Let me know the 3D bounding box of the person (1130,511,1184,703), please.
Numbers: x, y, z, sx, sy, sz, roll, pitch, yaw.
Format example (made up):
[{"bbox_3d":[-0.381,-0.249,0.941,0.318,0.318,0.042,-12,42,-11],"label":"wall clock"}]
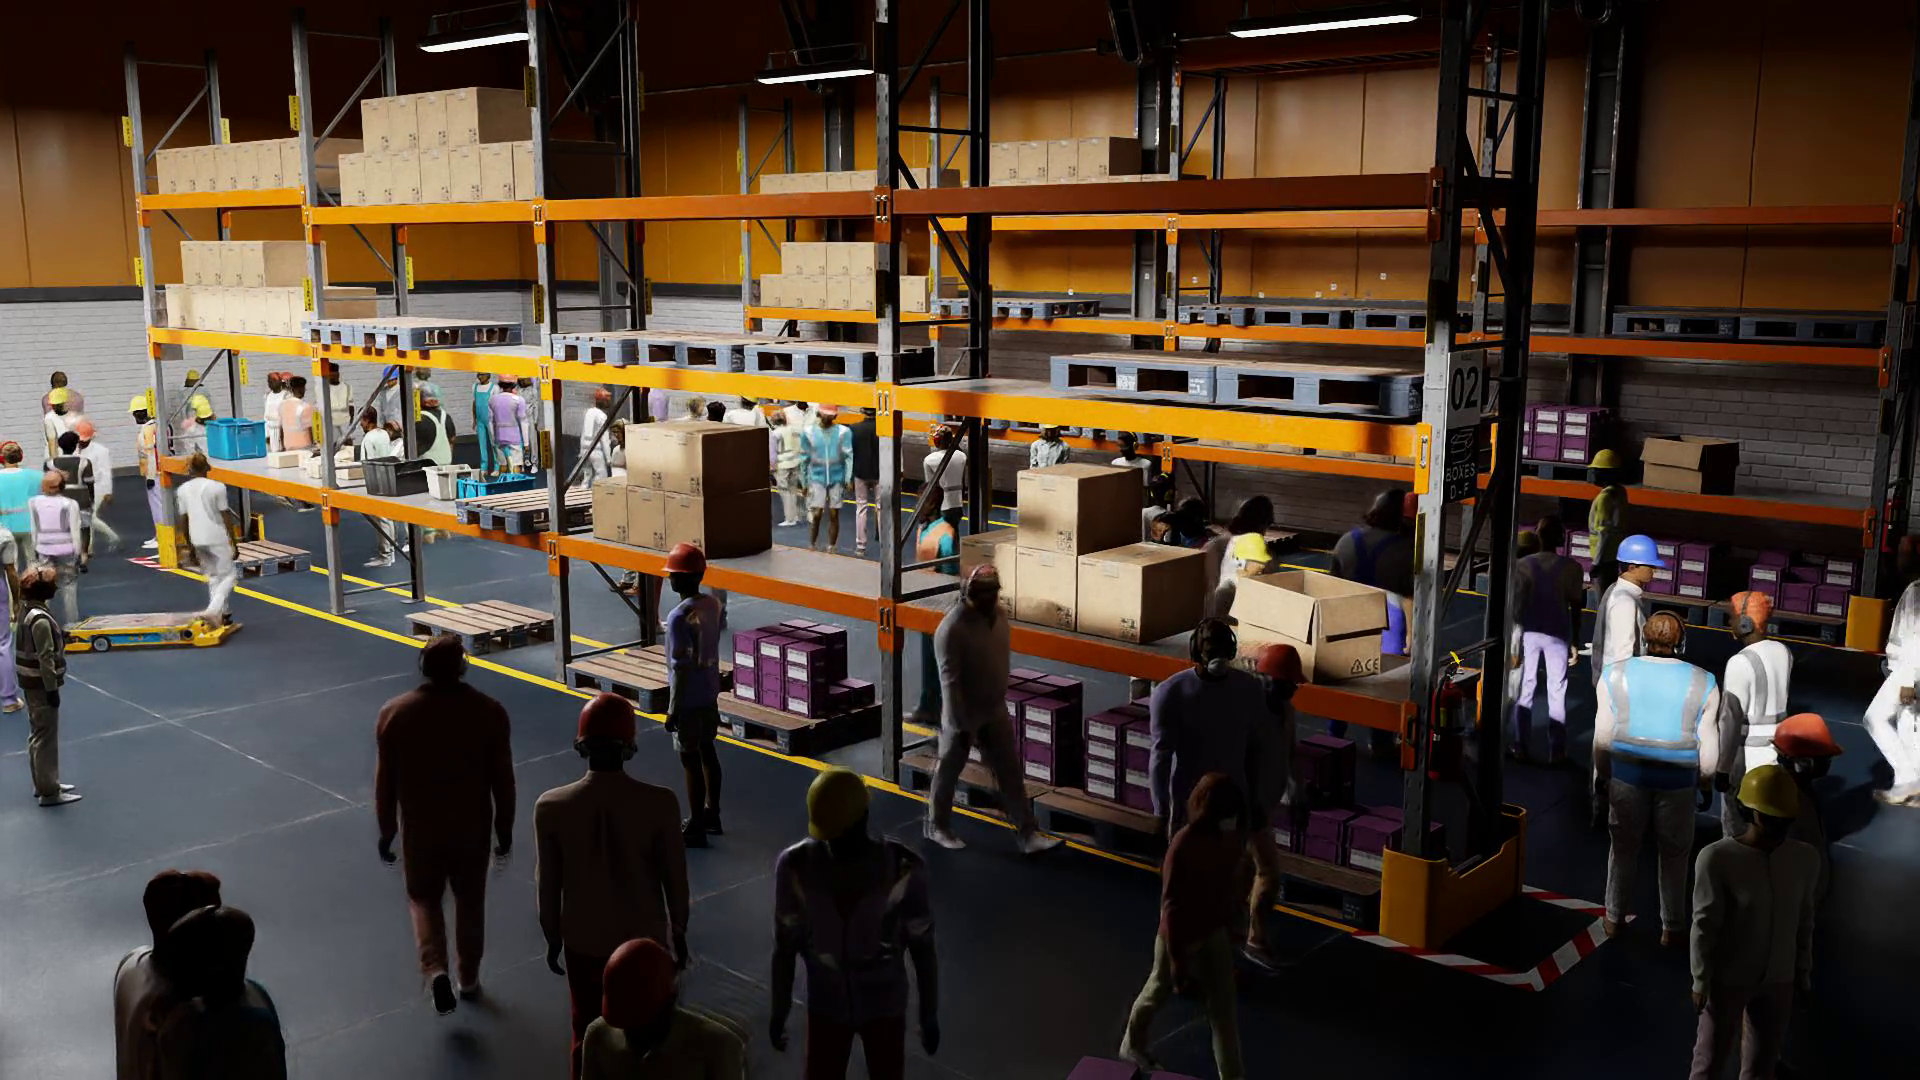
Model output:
[{"bbox_3d":[1.487,0.694,12.380,0.430,1.832,0.632,-6,12,-29],"label":"person"}]

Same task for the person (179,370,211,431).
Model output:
[{"bbox_3d":[-12.622,-1.940,27.499,0.483,1.745,0.306,-7,12,-33],"label":"person"}]

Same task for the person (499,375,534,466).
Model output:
[{"bbox_3d":[-7.588,-2.212,28.519,0.588,1.927,0.371,-4,11,-21],"label":"person"}]

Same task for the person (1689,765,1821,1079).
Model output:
[{"bbox_3d":[3.150,1.743,6.613,0.527,1.768,0.317,-2,10,-9],"label":"person"}]

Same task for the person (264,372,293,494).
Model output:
[{"bbox_3d":[-10.323,-1.614,25.258,0.584,1.883,0.337,4,11,24],"label":"person"}]

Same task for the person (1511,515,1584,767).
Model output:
[{"bbox_3d":[4.245,0.731,12.113,0.505,1.845,0.346,4,11,23],"label":"person"}]

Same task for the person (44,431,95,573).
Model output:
[{"bbox_3d":[-10.165,-0.405,19.013,0.548,1.680,0.367,-4,11,-22],"label":"person"}]

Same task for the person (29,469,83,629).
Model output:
[{"bbox_3d":[-8.810,0.121,16.196,0.524,1.618,0.582,0,10,-1],"label":"person"}]

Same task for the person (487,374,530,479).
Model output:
[{"bbox_3d":[-6.403,-1.419,23.691,0.615,2.047,0.357,3,11,17],"label":"person"}]

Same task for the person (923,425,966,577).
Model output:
[{"bbox_3d":[-0.166,-0.335,18.134,0.565,1.846,0.389,-9,13,-42],"label":"person"}]

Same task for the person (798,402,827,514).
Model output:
[{"bbox_3d":[-2.120,-1.288,23.462,0.364,1.875,0.569,6,12,31],"label":"person"}]

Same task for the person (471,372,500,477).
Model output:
[{"bbox_3d":[-7.771,-1.948,27.297,0.501,1.839,0.341,3,11,17],"label":"person"}]

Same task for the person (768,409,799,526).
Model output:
[{"bbox_3d":[-2.384,-0.973,22.413,0.363,1.611,0.548,4,11,21],"label":"person"}]

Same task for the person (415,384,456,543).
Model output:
[{"bbox_3d":[-6.800,-0.985,21.258,0.535,2.000,0.699,5,11,27],"label":"person"}]

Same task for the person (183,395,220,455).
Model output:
[{"bbox_3d":[-10.423,-1.138,23.017,0.528,1.724,0.851,-6,11,-29],"label":"person"}]

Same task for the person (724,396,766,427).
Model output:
[{"bbox_3d":[-2.936,-1.134,22.637,0.609,1.866,0.867,-2,10,-10],"label":"person"}]

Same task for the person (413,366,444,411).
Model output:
[{"bbox_3d":[-8.541,-1.852,26.499,0.664,1.923,0.685,-1,10,-8],"label":"person"}]

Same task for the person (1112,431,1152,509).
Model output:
[{"bbox_3d":[1.793,-0.242,17.598,0.521,1.856,0.351,7,12,36],"label":"person"}]

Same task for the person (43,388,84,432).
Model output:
[{"bbox_3d":[-11.978,-1.097,22.275,0.622,1.900,0.491,1,10,8],"label":"person"}]

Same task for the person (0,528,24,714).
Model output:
[{"bbox_3d":[-7.860,0.508,13.415,0.501,1.839,0.340,-3,11,-17],"label":"person"}]

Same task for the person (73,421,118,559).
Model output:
[{"bbox_3d":[-10.462,-0.596,19.999,0.644,1.712,0.449,4,11,22],"label":"person"}]

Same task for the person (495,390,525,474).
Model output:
[{"bbox_3d":[-6.433,-1.282,23.794,0.578,1.737,0.355,5,11,28],"label":"person"}]

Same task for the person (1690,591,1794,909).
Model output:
[{"bbox_3d":[4.423,1.206,9.341,0.580,1.879,0.368,-8,13,-37],"label":"person"}]

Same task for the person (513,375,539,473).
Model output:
[{"bbox_3d":[-7.258,-1.983,27.740,0.487,1.746,0.289,2,10,9],"label":"person"}]

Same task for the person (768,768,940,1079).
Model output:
[{"bbox_3d":[-0.391,1.734,6.303,0.675,1.889,0.583,1,10,6],"label":"person"}]

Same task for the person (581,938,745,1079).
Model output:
[{"bbox_3d":[-0.933,2.032,5.147,0.576,1.696,0.773,5,11,26],"label":"person"}]

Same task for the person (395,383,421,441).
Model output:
[{"bbox_3d":[-7.475,-1.203,22.903,0.643,1.903,0.401,9,14,43],"label":"person"}]

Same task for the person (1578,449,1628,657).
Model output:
[{"bbox_3d":[5.924,0.125,15.306,0.387,1.927,0.589,7,12,34],"label":"person"}]

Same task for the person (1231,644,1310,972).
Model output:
[{"bbox_3d":[1.618,1.386,8.725,0.660,1.720,0.599,7,12,36],"label":"person"}]

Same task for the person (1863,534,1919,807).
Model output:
[{"bbox_3d":[6.360,0.882,11.180,0.427,1.868,0.617,9,13,41],"label":"person"}]

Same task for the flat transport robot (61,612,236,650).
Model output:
[{"bbox_3d":[-7.738,0.859,15.835,1.431,0.197,0.652,-2,10,-10],"label":"flat transport robot"}]

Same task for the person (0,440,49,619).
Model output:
[{"bbox_3d":[-9.415,-0.071,16.629,0.570,1.849,0.380,-7,12,-34],"label":"person"}]

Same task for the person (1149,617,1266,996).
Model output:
[{"bbox_3d":[1.258,1.334,8.433,0.638,1.938,0.357,-3,11,-18],"label":"person"}]

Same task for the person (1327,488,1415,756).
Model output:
[{"bbox_3d":[3.109,0.586,12.380,0.707,2.000,0.551,9,13,41],"label":"person"}]
